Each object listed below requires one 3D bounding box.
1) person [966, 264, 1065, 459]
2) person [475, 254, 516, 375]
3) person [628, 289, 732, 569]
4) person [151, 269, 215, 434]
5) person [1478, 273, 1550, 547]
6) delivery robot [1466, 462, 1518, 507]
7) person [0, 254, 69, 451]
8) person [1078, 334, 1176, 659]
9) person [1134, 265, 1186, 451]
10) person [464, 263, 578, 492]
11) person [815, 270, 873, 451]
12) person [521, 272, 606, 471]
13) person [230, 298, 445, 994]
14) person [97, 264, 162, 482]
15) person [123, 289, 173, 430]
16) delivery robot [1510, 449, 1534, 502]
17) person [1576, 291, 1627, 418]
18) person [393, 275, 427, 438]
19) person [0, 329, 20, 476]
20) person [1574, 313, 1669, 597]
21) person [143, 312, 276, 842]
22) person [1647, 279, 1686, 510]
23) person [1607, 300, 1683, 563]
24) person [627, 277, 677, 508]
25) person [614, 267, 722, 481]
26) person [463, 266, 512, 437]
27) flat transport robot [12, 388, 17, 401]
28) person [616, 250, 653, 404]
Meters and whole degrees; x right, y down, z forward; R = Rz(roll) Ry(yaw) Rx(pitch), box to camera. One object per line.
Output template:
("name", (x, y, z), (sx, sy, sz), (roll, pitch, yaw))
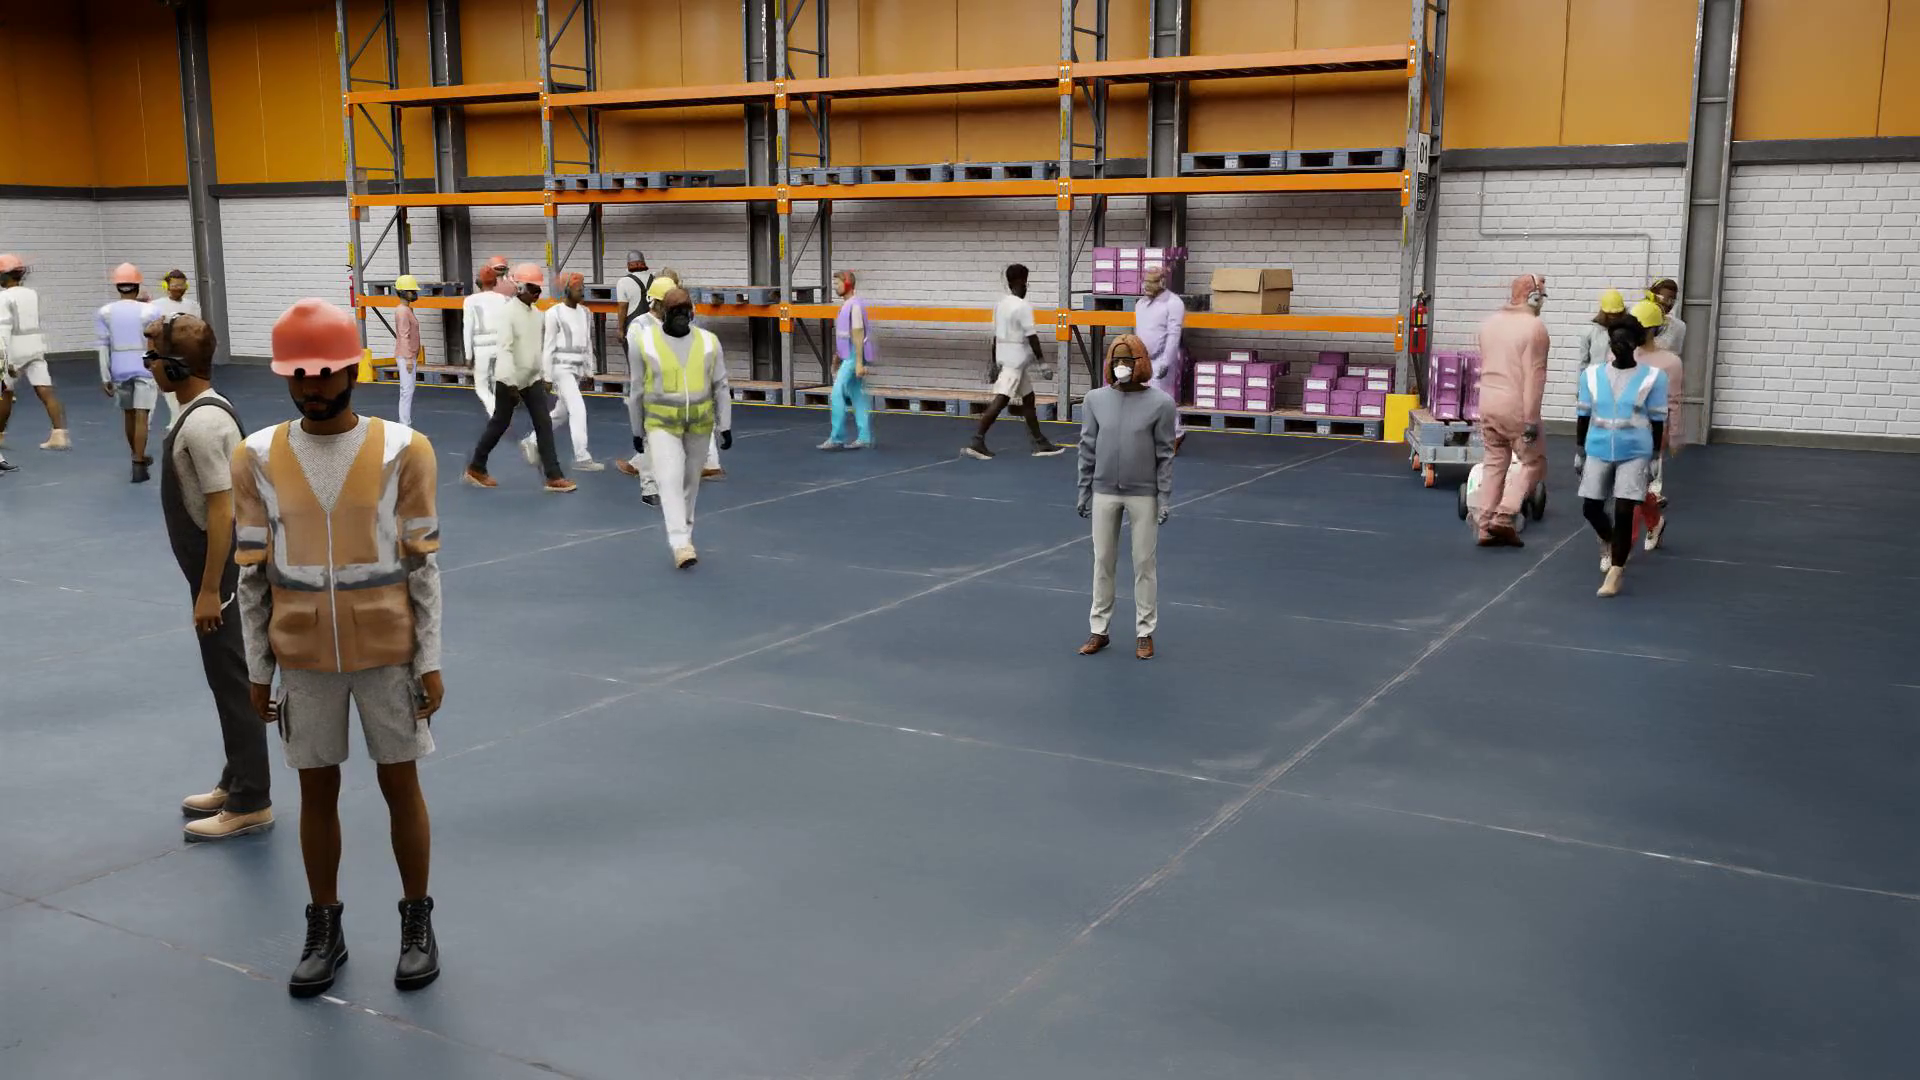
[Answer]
("person", (0.510, -1.741, 16.261), (1.052, 1.906, 0.635), (-3, 10, -16))
("person", (-5.746, -2.587, 20.849), (0.626, 1.969, 0.780), (-9, 13, -40))
("person", (-1.813, -0.733, 10.854), (0.625, 1.793, 0.959), (-5, 11, -25))
("person", (-7.910, -1.831, 16.956), (0.923, 1.821, 0.549), (8, 13, 38))
("person", (3.785, -0.870, 11.355), (0.419, 1.884, 0.684), (-4, 11, -20))
("delivery robot", (3.937, -0.414, 12.279), (0.477, 0.478, 0.707), (4, 11, 19))
("person", (-9.540, -1.884, 16.847), (1.066, 1.987, 0.608), (3, 10, 17))
("person", (0.831, -0.217, 8.375), (0.500, 1.633, 0.284), (3, 11, 19))
("person", (1.939, -1.731, 16.251), (0.501, 1.885, 0.655), (-7, 12, -36))
("person", (-3.773, -1.371, 14.076), (1.048, 1.940, 0.624), (4, 11, 22))
("person", (-1.219, -1.799, 16.791), (0.743, 1.818, 0.610), (-2, 10, -11))
("person", (-3.728, -1.570, 15.471), (0.924, 1.850, 0.569), (4, 11, 19))
("person", (-1.696, 0.308, 4.573), (0.541, 1.931, 0.382), (-2, 10, -10))
("person", (-7.343, -1.500, 14.868), (0.546, 1.896, 0.962), (-1, 10, -8))
("person", (-9.065, -2.010, 18.656), (0.738, 1.591, 0.548), (-8, 13, -38))
("delivery robot", (4.300, -0.524, 12.904), (0.477, 0.478, 0.707), (4, 11, 22))
("person", (5.676, -1.339, 14.573), (0.515, 1.689, 0.882), (2, 10, 12))
("person", (-5.833, -1.920, 17.643), (0.311, 1.768, 0.533), (-3, 10, -15))
("person", (-8.822, -1.491, 15.035), (0.404, 1.830, 0.590), (-1, 10, -4))
("person", (3.951, -0.516, 9.945), (0.536, 1.682, 0.555), (8, 13, 37))
("person", (-2.622, 0.130, 5.822), (0.342, 1.842, 0.506), (-4, 11, -22))
("person", (5.450, -1.153, 13.189), (0.544, 1.801, 0.998), (2, 10, 12))
("person", (4.524, -0.722, 10.973), (0.843, 1.728, 0.507), (-7, 12, -34))
("person", (-2.371, -1.175, 13.268), (0.403, 1.822, 0.588), (6, 12, 29))
("person", (-2.555, -1.448, 14.657), (1.034, 1.882, 0.643), (3, 11, 19))
("person", (-5.026, -2.009, 17.896), (0.576, 1.870, 0.625), (-8, 13, -38))
("flat transport robot", (-13.022, -1.974, 22.184), (0.652, 0.197, 1.431), (-7, 12, -33))
("person", (-4.236, -2.803, 21.867), (0.683, 2.000, 0.536), (-8, 13, -39))
